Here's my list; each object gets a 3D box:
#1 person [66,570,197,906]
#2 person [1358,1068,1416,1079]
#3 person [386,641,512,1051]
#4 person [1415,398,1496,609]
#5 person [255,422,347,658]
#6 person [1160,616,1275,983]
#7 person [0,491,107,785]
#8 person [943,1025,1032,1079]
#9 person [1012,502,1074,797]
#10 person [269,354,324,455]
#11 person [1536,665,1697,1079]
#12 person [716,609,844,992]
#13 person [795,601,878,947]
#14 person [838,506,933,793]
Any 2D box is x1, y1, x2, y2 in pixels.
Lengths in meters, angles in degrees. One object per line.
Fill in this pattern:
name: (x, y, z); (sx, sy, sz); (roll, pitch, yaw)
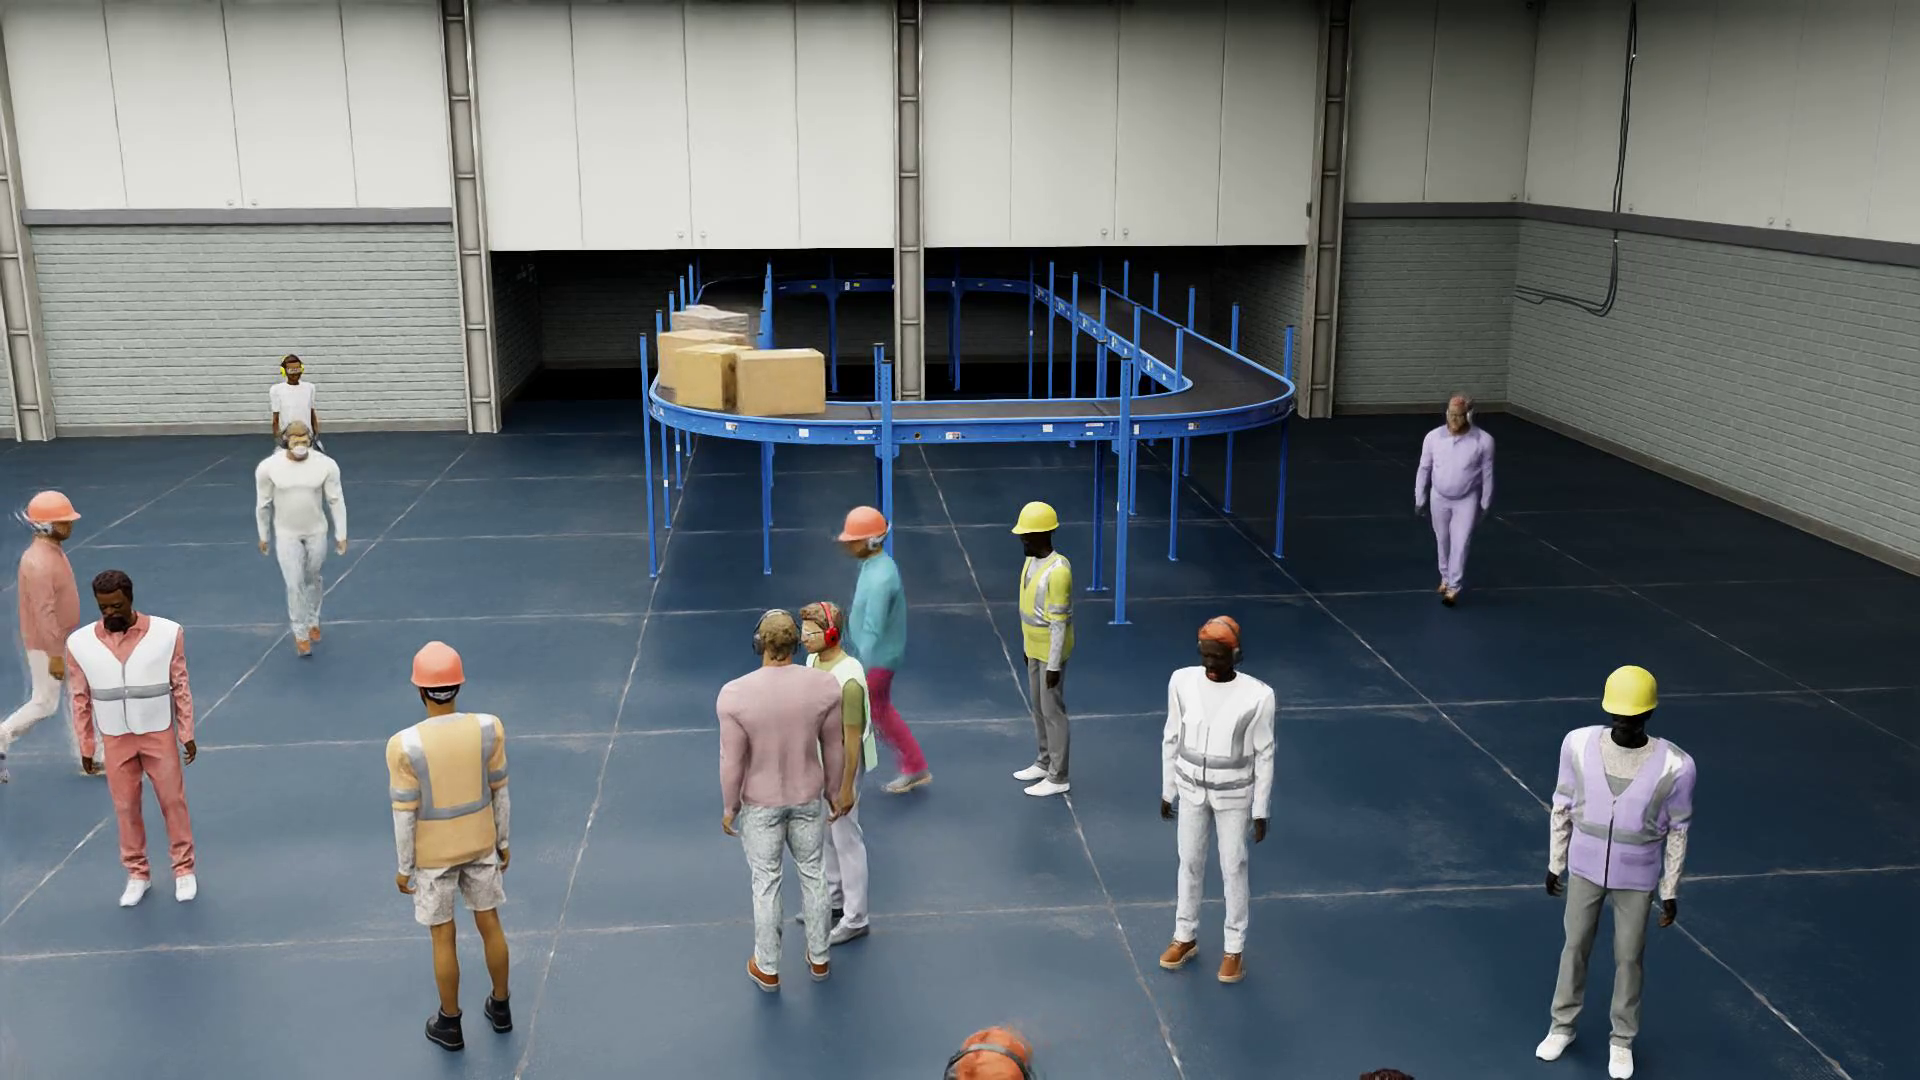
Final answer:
person: (-4.525, 1.071, 9.148); (0.599, 1.908, 0.405); (-5, 15, -17)
person: (1.010, 2.261, 4.386); (0.382, 1.910, 0.597); (3, 14, 10)
person: (-2.359, 1.412, 7.715); (0.548, 1.937, 0.379); (-10, 17, -34)
person: (4.396, -0.342, 14.902); (0.653, 1.850, 0.979); (8, 16, 30)
person: (-5.310, -0.013, 13.488); (0.660, 1.895, 0.943); (-8, 16, -28)
person: (1.285, 1.289, 8.339); (0.597, 1.884, 0.339); (8, 16, 29)
person: (-5.963, 0.652, 10.732); (0.900, 1.962, 0.628); (-4, 15, -16)
person: (0.108, 2.179, 4.807); (0.510, 1.859, 0.662); (-13, 19, -43)
person: (0.522, 0.692, 10.648); (0.397, 1.919, 0.582); (-5, 15, -18)
person: (-7.040, -1.048, 17.690); (0.327, 1.874, 0.517); (13, 19, 42)
person: (2.933, 1.479, 7.465); (0.584, 1.928, 0.374); (9, 16, 31)
person: (-0.878, 1.284, 8.225); (0.632, 1.938, 0.359); (-5, 15, -20)
person: (-0.652, 1.205, 8.754); (0.390, 1.837, 0.561); (-7, 16, -26)
person: (-0.626, 0.740, 10.433); (0.876, 1.942, 0.658); (-2, 14, -7)
